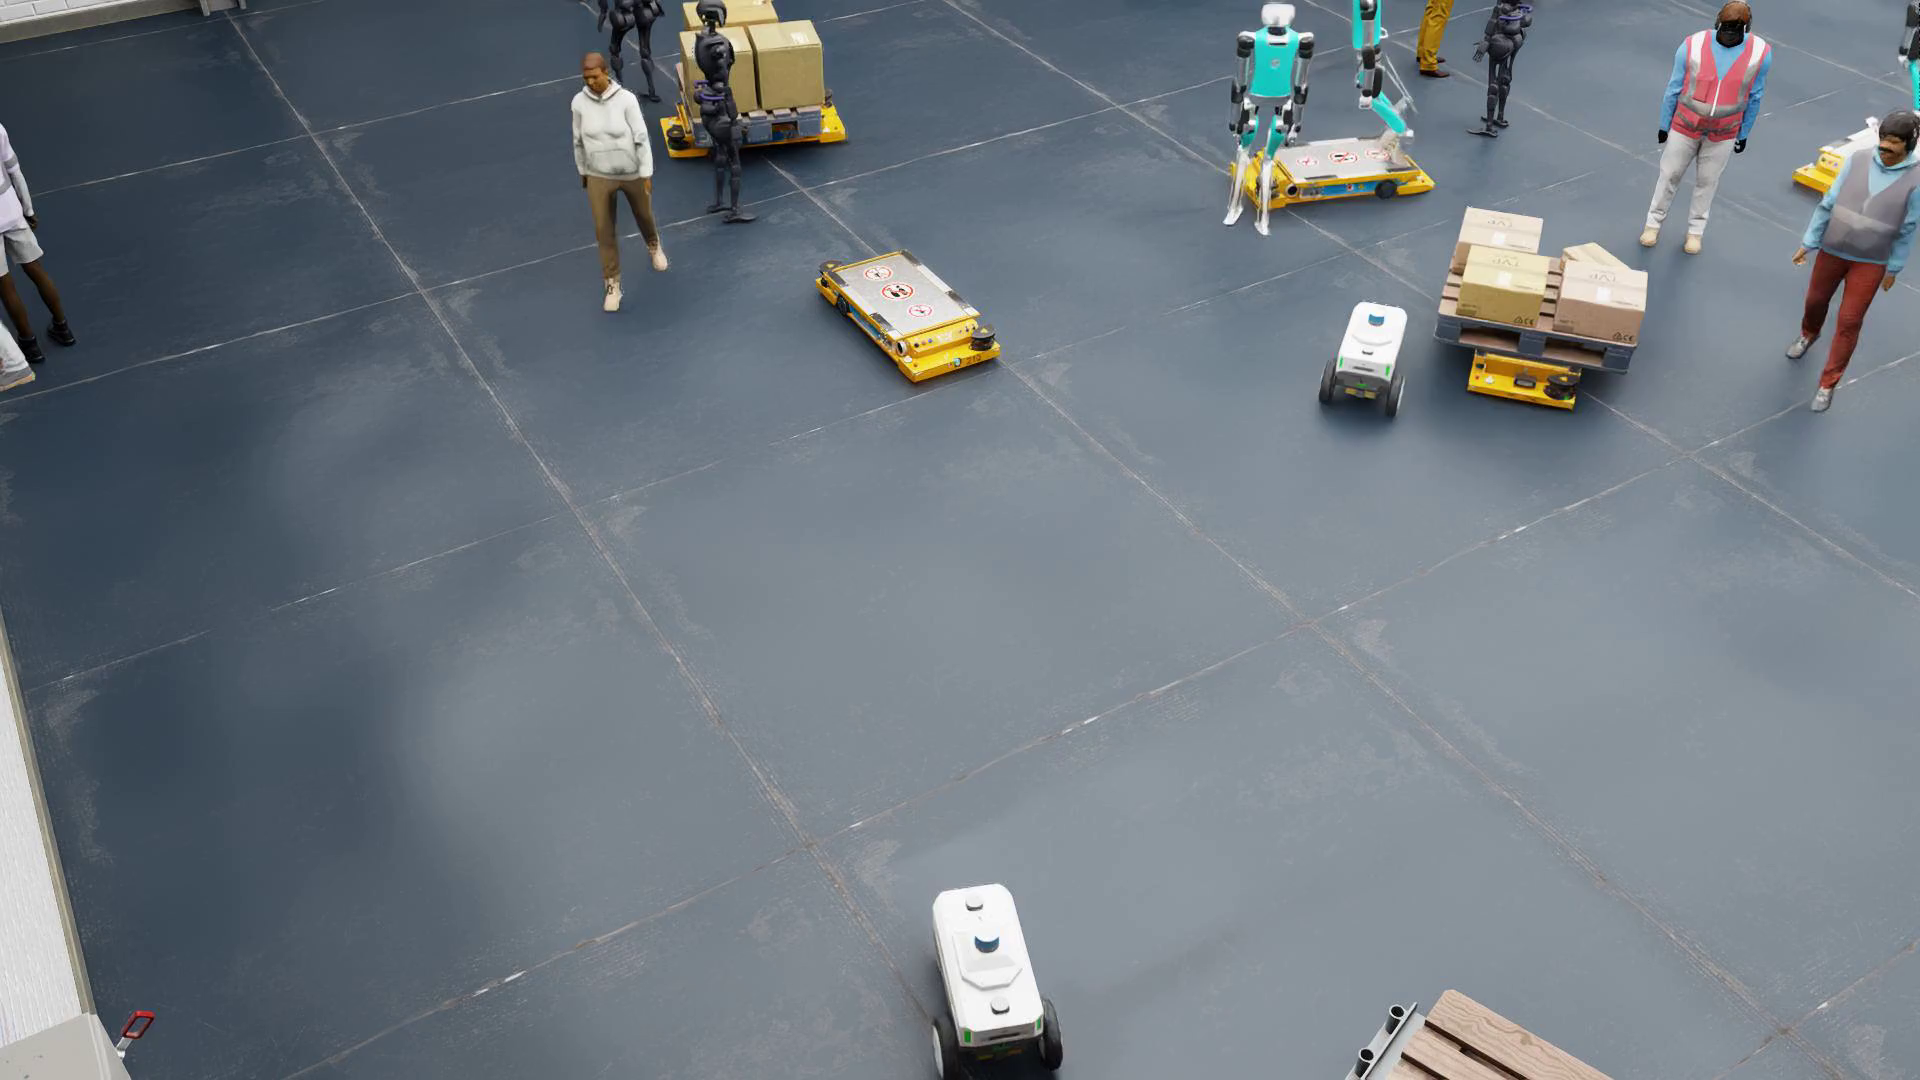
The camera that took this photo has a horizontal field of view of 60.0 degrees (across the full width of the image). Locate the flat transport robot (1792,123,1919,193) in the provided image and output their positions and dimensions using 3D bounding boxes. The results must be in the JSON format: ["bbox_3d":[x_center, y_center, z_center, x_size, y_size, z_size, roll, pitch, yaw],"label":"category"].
[{"bbox_3d":[7.255,-2.960,13.026,1.431,0.231,0.659,-23,44,-26],"label":"flat transport robot"}]

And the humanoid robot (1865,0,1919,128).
[{"bbox_3d":[7.595,-3.761,12.858,0.558,1.735,1.006,-2,38,-2],"label":"humanoid robot"}]

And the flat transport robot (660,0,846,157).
[{"bbox_3d":[-1.700,-3.403,13.586,1.431,0.231,0.659,-9,39,-11],"label":"flat transport robot"}]

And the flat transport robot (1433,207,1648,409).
[{"bbox_3d":[3.780,-1.355,11.001,0.659,0.231,1.431,13,40,15],"label":"flat transport robot"}]

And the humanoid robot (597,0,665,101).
[{"bbox_3d":[-2.749,-4.464,13.790,0.592,1.641,0.422,-26,45,-29],"label":"humanoid robot"}]

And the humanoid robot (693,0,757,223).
[{"bbox_3d":[-1.755,-3.140,12.117,0.316,1.656,0.603,-14,40,-17],"label":"humanoid robot"}]

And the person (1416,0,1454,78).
[{"bbox_3d":[4.187,-4.863,14.239,0.342,1.744,0.528,3,38,4],"label":"person"}]

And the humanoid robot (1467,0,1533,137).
[{"bbox_3d":[4.344,-4.061,13.271,0.315,1.657,0.599,27,46,30],"label":"humanoid robot"}]

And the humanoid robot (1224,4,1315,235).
[{"bbox_3d":[2.179,-3.057,11.952,0.535,1.767,0.713,2,38,3],"label":"humanoid robot"}]

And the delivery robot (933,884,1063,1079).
[{"bbox_3d":[0.111,1.794,6.785,0.499,0.579,0.753,-7,39,-9],"label":"delivery robot"}]

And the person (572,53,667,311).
[{"bbox_3d":[-2.326,-2.501,11.280,0.532,1.731,0.825,-3,38,-4],"label":"person"}]

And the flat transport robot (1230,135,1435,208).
[{"bbox_3d":[2.886,-2.856,12.895,1.431,0.231,0.659,-8,39,-10],"label":"flat transport robot"}]

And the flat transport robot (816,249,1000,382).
[{"bbox_3d":[-0.373,-1.553,11.252,0.659,0.231,1.431,-20,43,-23],"label":"flat transport robot"}]

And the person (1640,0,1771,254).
[{"bbox_3d":[5.230,-2.895,11.692,0.628,1.835,0.431,13,40,15],"label":"person"}]

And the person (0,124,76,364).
[{"bbox_3d":[-6.135,-2.031,10.513,0.370,1.934,0.550,21,43,25],"label":"person"}]

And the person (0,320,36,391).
[{"bbox_3d":[-6.159,-1.721,10.187,0.437,1.862,0.578,-26,45,-29],"label":"person"}]

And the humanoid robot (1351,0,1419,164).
[{"bbox_3d":[3.231,-3.459,12.500,0.785,1.785,0.532,4,39,5],"label":"humanoid robot"}]

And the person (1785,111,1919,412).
[{"bbox_3d":[5.539,-1.790,10.292,0.593,1.854,0.799,29,47,32],"label":"person"}]

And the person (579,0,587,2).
[{"bbox_3d":[-3.540,-5.984,15.585,0.558,1.837,0.392,-19,42,-23],"label":"person"}]

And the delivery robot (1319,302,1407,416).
[{"bbox_3d":[2.596,-1.166,10.545,0.499,0.611,0.792,13,40,15],"label":"delivery robot"}]
